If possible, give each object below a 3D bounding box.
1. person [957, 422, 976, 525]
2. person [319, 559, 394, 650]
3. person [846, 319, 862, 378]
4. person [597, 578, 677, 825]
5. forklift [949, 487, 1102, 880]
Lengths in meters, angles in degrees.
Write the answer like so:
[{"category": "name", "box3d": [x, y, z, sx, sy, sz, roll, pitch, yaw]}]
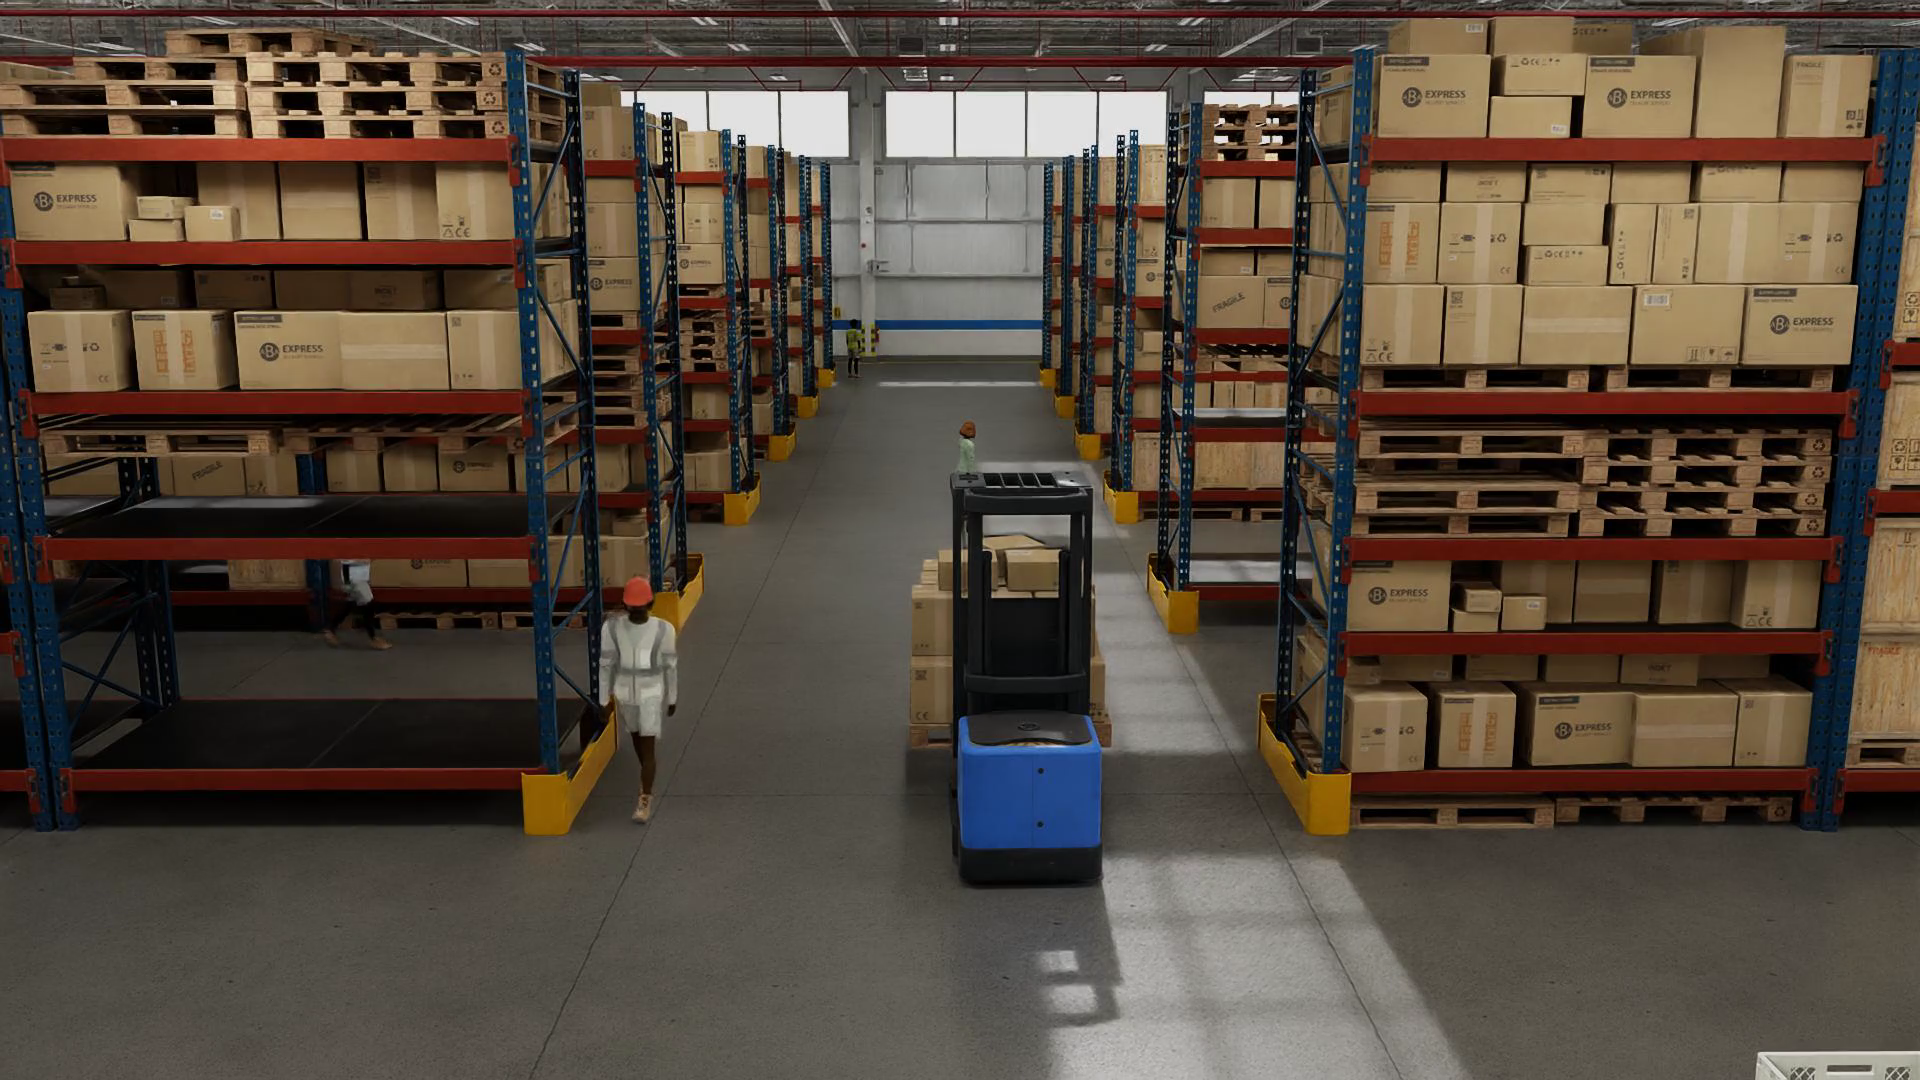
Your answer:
[{"category": "person", "box3d": [0.110, -1.044, 26.002, 0.280, 1.624, 0.494, -5, 12, -21]}, {"category": "person", "box3d": [-6.826, 0.423, 18.620, 0.793, 1.665, 0.532, -1, 11, -5]}, {"category": "person", "box3d": [-3.063, -5.533, 48.063, 0.540, 1.698, 0.317, 9, 15, 39]}, {"category": "person", "box3d": [-2.638, 1.268, 13.679, 0.617, 1.988, 1.080, 1, 11, 3]}, {"category": "forklift", "box3d": [0.495, 0.986, 12.813, 1.129, 2.768, 1.873, 0, 11, -2]}]
